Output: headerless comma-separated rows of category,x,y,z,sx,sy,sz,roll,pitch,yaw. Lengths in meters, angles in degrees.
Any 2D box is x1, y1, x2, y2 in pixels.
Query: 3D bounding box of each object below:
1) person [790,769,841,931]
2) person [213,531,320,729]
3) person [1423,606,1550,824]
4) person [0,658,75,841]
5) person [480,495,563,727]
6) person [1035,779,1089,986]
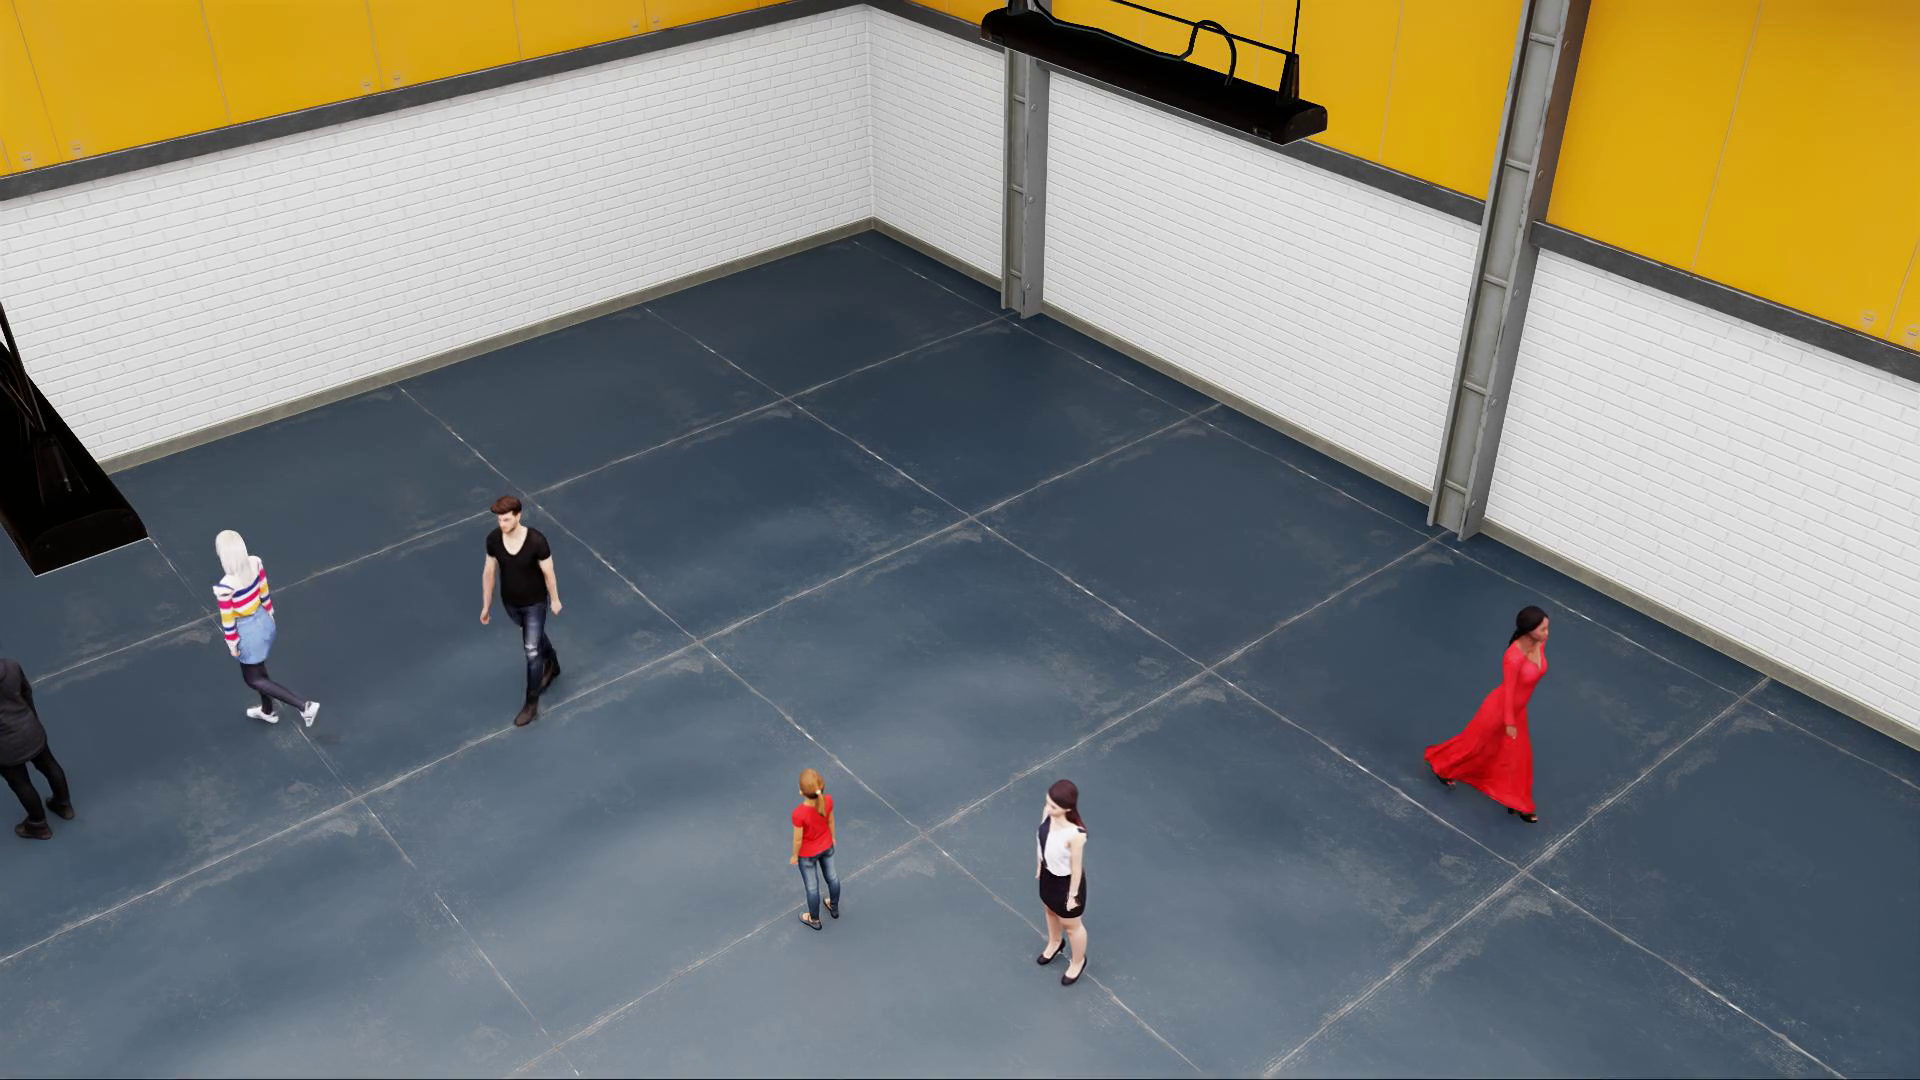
person,-0.947,2.030,10.962,0.490,1.311,0.498,-22,40,-30
person,-5.253,0.716,12.505,1.090,1.791,0.967,9,35,14
person,3.797,1.190,11.832,0.615,1.747,1.103,-24,40,-31
person,-6.594,1.338,11.582,0.724,1.778,0.711,15,36,21
person,-3.330,0.416,12.896,1.113,1.859,1.075,10,35,14
person,0.647,2.146,10.486,0.614,1.646,0.482,-22,39,-29
